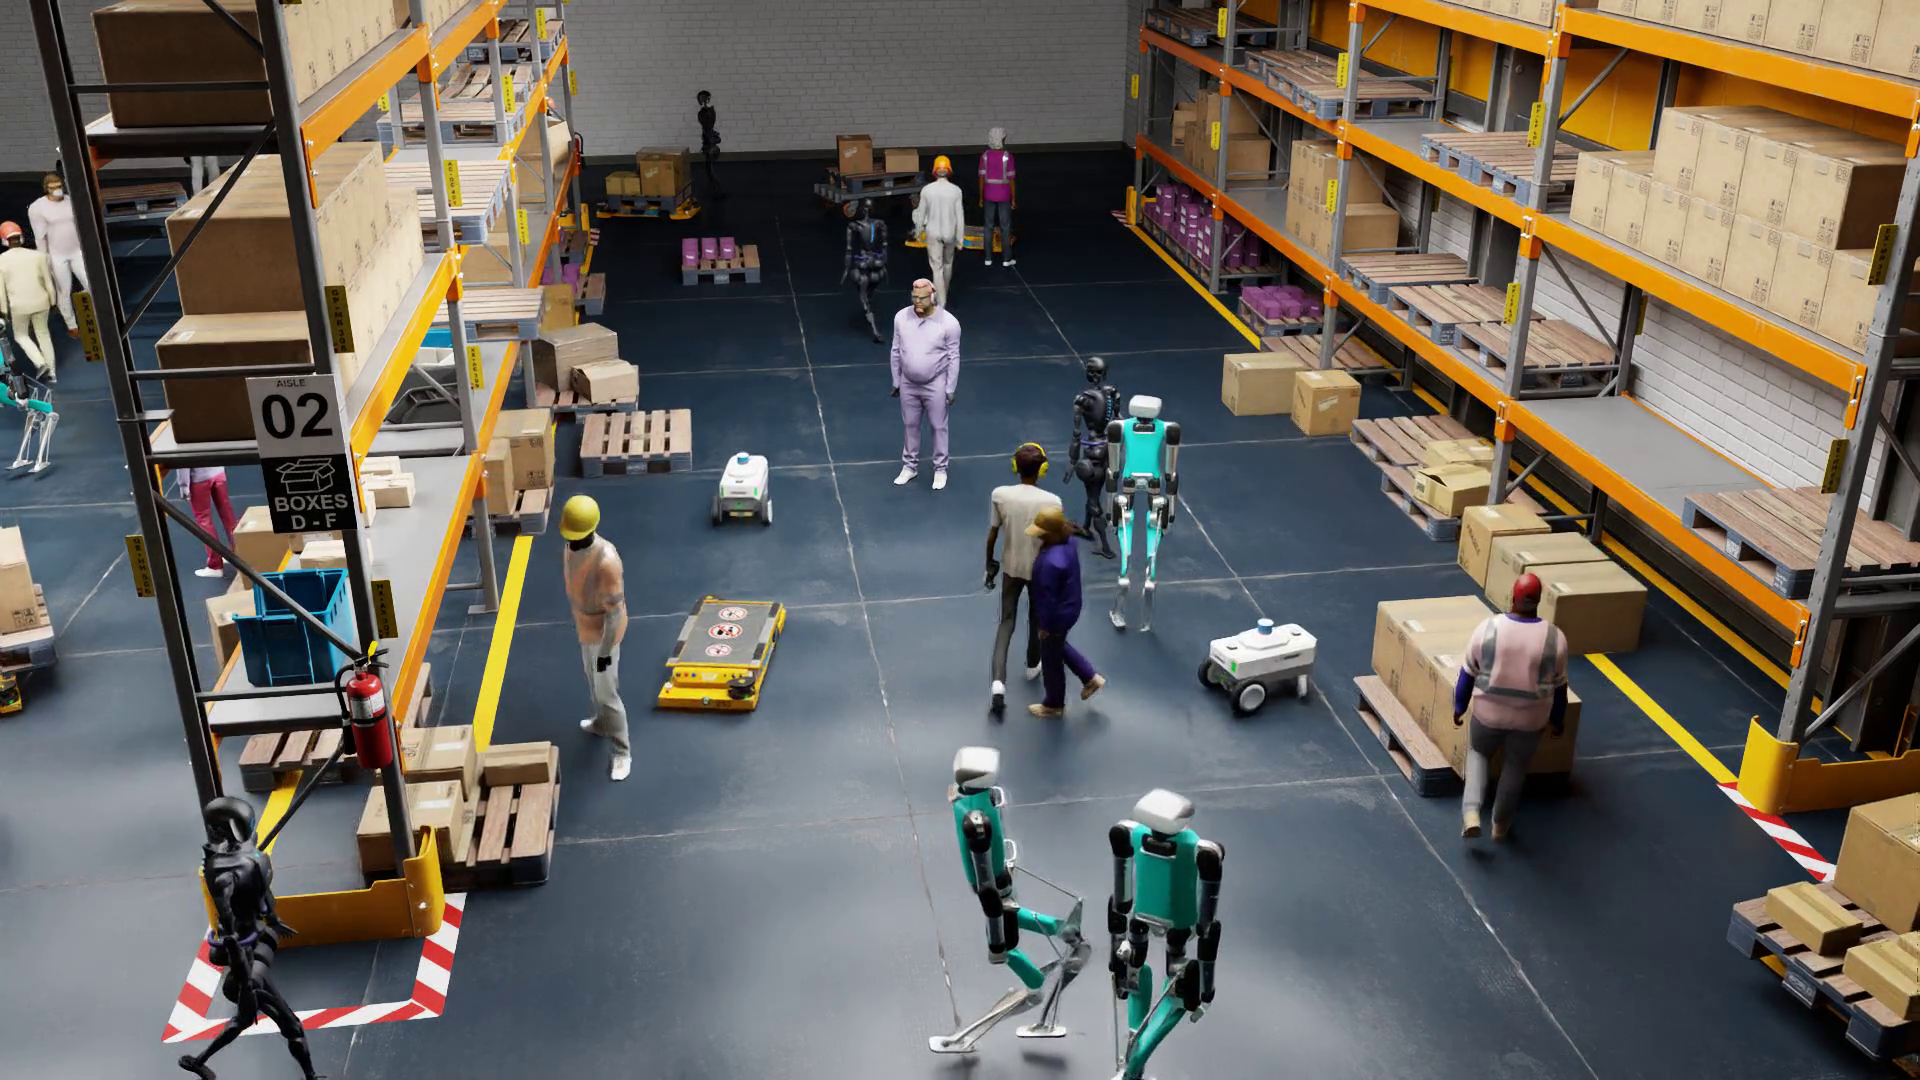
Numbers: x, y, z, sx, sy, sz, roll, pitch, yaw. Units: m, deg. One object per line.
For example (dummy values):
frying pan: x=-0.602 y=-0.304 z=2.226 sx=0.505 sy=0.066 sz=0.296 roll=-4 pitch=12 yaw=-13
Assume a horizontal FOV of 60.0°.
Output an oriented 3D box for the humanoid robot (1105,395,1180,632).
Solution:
humanoid robot: x=1.312 y=-0.110 z=12.118 sx=0.532 sy=1.807 sz=0.673 roll=2 pitch=24 yaw=5

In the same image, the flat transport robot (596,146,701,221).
flat transport robot: x=-4.694 y=-5.004 z=25.079 sx=1.431 sy=0.231 sz=0.659 roll=2 pitch=24 yaw=5

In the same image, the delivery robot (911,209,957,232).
delivery robot: x=-0.323 y=-4.514 z=23.582 sx=0.768 sy=0.576 sz=0.499 roll=2 pitch=24 yaw=4

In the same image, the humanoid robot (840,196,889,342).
humanoid robot: x=-1.062 y=-3.107 z=19.087 sx=0.608 sy=1.652 sz=0.771 roll=-15 pitch=28 yaw=-30

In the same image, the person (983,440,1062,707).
person: x=0.416 y=0.223 z=11.233 sx=0.536 sy=1.836 sz=0.872 roll=7 pitch=25 yaw=15

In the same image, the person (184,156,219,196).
person: x=-11.518 y=-5.898 z=25.189 sx=0.429 sy=1.827 sz=0.650 roll=9 pitch=25 yaw=20

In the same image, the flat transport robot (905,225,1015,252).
flat transport robot: x=0.003 y=-4.236 z=23.328 sx=1.431 sy=0.231 sz=0.659 roll=6 pitch=24 yaw=13

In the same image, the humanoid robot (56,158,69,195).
humanoid robot: x=-11.204 y=-4.010 z=21.121 sx=0.733 sy=1.651 sz=0.604 roll=17 pitch=29 yaw=34

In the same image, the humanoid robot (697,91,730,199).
humanoid robot: x=-3.890 y=-6.206 z=26.060 sx=0.391 sy=1.638 sz=0.584 roll=-10 pitch=26 yaw=-22

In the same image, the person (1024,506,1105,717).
person: x=0.666 y=0.488 z=10.921 sx=0.479 sy=1.587 sz=0.488 roll=5 pitch=24 yaw=12

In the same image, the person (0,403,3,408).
person: x=-10.068 y=-2.224 z=16.673 sx=0.484 sy=1.943 sz=0.433 roll=-16 pitch=29 yaw=-33

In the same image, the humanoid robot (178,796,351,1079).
humanoid robot: x=-3.337 y=1.898 z=7.689 sx=0.793 sy=1.647 sz=0.615 roll=-3 pitch=24 yaw=-8

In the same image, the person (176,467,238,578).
person: x=-5.966 y=-0.488 z=13.104 sx=0.280 sy=1.628 sz=0.501 roll=7 pitch=25 yaw=15

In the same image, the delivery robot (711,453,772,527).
delivery robot: x=-1.864 y=-0.440 z=14.343 sx=0.499 sy=0.609 sz=0.797 roll=0 pitch=24 yaw=0

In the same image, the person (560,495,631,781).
person: x=-2.343 y=0.535 z=10.472 sx=0.390 sy=1.884 sz=0.802 roll=-17 pitch=29 yaw=-34

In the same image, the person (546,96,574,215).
person: x=-6.112 y=-5.753 z=24.935 sx=0.562 sy=1.751 sz=0.329 roll=3 pitch=24 yaw=8

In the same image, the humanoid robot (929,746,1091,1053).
humanoid robot: x=0.299 y=1.748 z=7.851 sx=0.950 sy=1.729 sz=0.559 roll=-1 pitch=24 yaw=-3

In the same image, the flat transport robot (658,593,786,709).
flat transport robot: x=-1.680 y=0.784 z=11.891 sx=0.659 sy=0.231 sz=1.431 roll=1 pitch=24 yaw=3

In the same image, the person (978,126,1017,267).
person: x=0.497 y=-4.552 z=22.085 sx=0.515 sy=1.848 sz=0.344 roll=7 pitch=25 yaw=15

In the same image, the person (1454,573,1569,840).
person: x=3.166 y=1.000 z=9.571 sx=0.620 sy=1.738 sz=0.503 roll=9 pitch=25 yaw=19

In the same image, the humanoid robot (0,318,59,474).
humanoid robot: x=-8.482 y=-1.448 z=14.985 sx=0.533 sy=1.677 sz=0.735 roll=8 pitch=25 yaw=18

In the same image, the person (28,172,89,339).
person: x=-10.181 y=-3.225 z=18.979 sx=0.553 sy=1.921 sz=0.639 roll=19 pitch=30 yaw=37

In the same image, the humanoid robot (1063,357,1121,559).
humanoid robot: x=1.060 y=-0.695 z=13.527 sx=0.610 sy=1.641 sz=0.640 roll=-21 pitch=31 yaw=-40

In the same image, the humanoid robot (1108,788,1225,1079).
humanoid robot: x=0.745 y=2.038 z=7.261 sx=0.571 sy=1.763 sz=0.987 roll=14 pitch=27 yaw=29

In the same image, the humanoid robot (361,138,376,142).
humanoid robot: x=-7.782 y=-4.529 z=22.226 sx=0.599 sy=1.657 sz=0.315 roll=20 pitch=31 yaw=38

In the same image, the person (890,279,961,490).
person: x=-0.325 y=-1.388 z=14.805 sx=0.640 sy=1.908 sz=0.412 roll=8 pitch=25 yaw=18

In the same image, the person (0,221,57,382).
person: x=-9.805 y=-2.482 z=17.504 sx=0.469 sy=1.730 sz=0.590 roll=19 pitch=30 yaw=37

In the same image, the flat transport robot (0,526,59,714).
flat transport robot: x=-6.982 y=0.904 z=11.619 sx=0.659 sy=0.231 sz=1.431 roll=-14 pitch=27 yaw=-28

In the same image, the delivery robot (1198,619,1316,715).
delivery robot: x=2.047 y=0.846 z=11.416 sx=0.783 sy=0.612 sz=0.510 roll=-10 pitch=26 yaw=-22

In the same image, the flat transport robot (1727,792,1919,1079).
flat transport robot: x=4.744 y=2.331 z=8.369 sx=0.659 sy=0.231 sz=1.431 roll=-8 pitch=25 yaw=-17

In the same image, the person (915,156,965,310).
person: x=-0.247 y=-3.743 z=20.250 sx=0.557 sy=1.849 sz=0.951 roll=-5 pitch=24 yaw=-10
